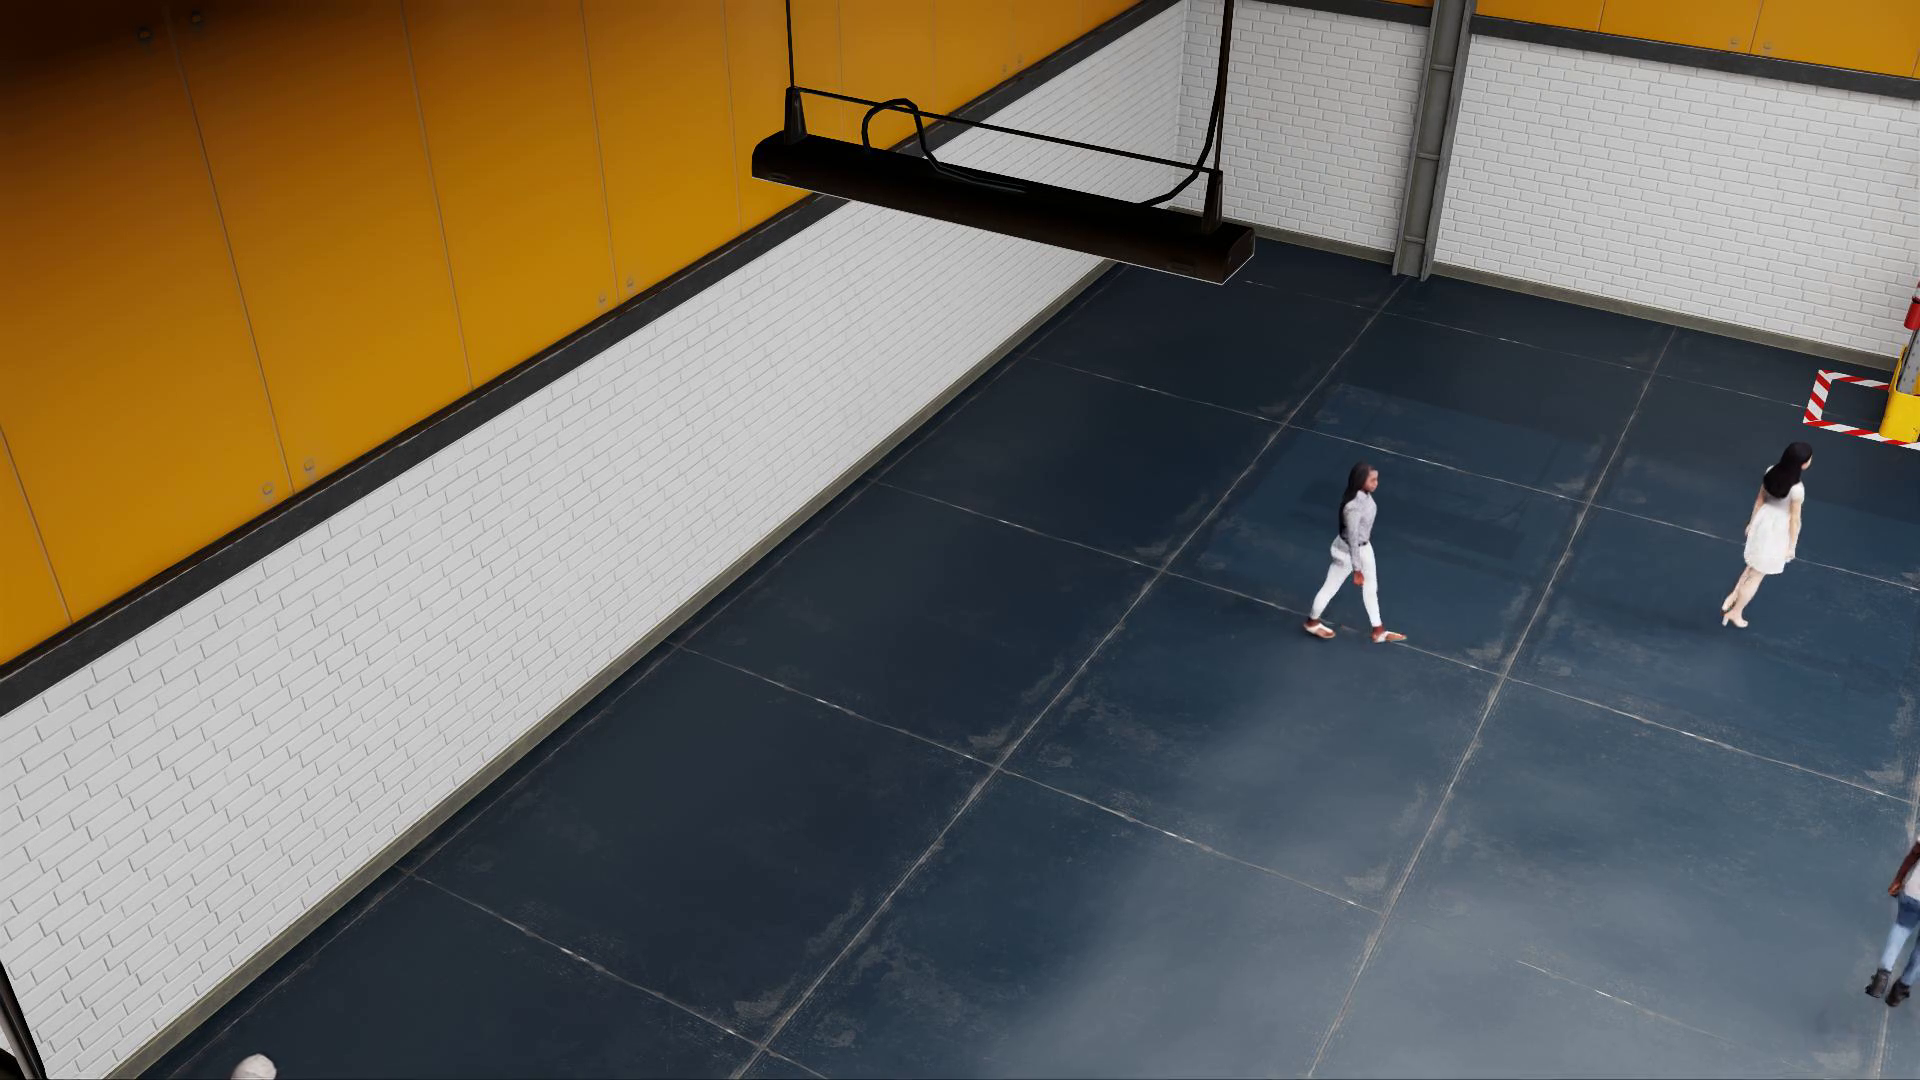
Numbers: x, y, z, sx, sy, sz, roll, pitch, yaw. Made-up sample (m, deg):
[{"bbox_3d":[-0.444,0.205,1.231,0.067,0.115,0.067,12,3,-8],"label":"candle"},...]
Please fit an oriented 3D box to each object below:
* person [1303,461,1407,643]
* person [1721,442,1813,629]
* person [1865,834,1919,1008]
[{"bbox_3d":[3.042,0.099,13.341,1.033,1.691,0.632,17,37,24],"label":"person"},{"bbox_3d":[6.453,-0.005,13.430,0.837,1.766,0.778,-4,34,-6],"label":"person"},{"bbox_3d":[5.888,2.232,10.120,0.780,1.705,0.772,-25,41,-33],"label":"person"}]
